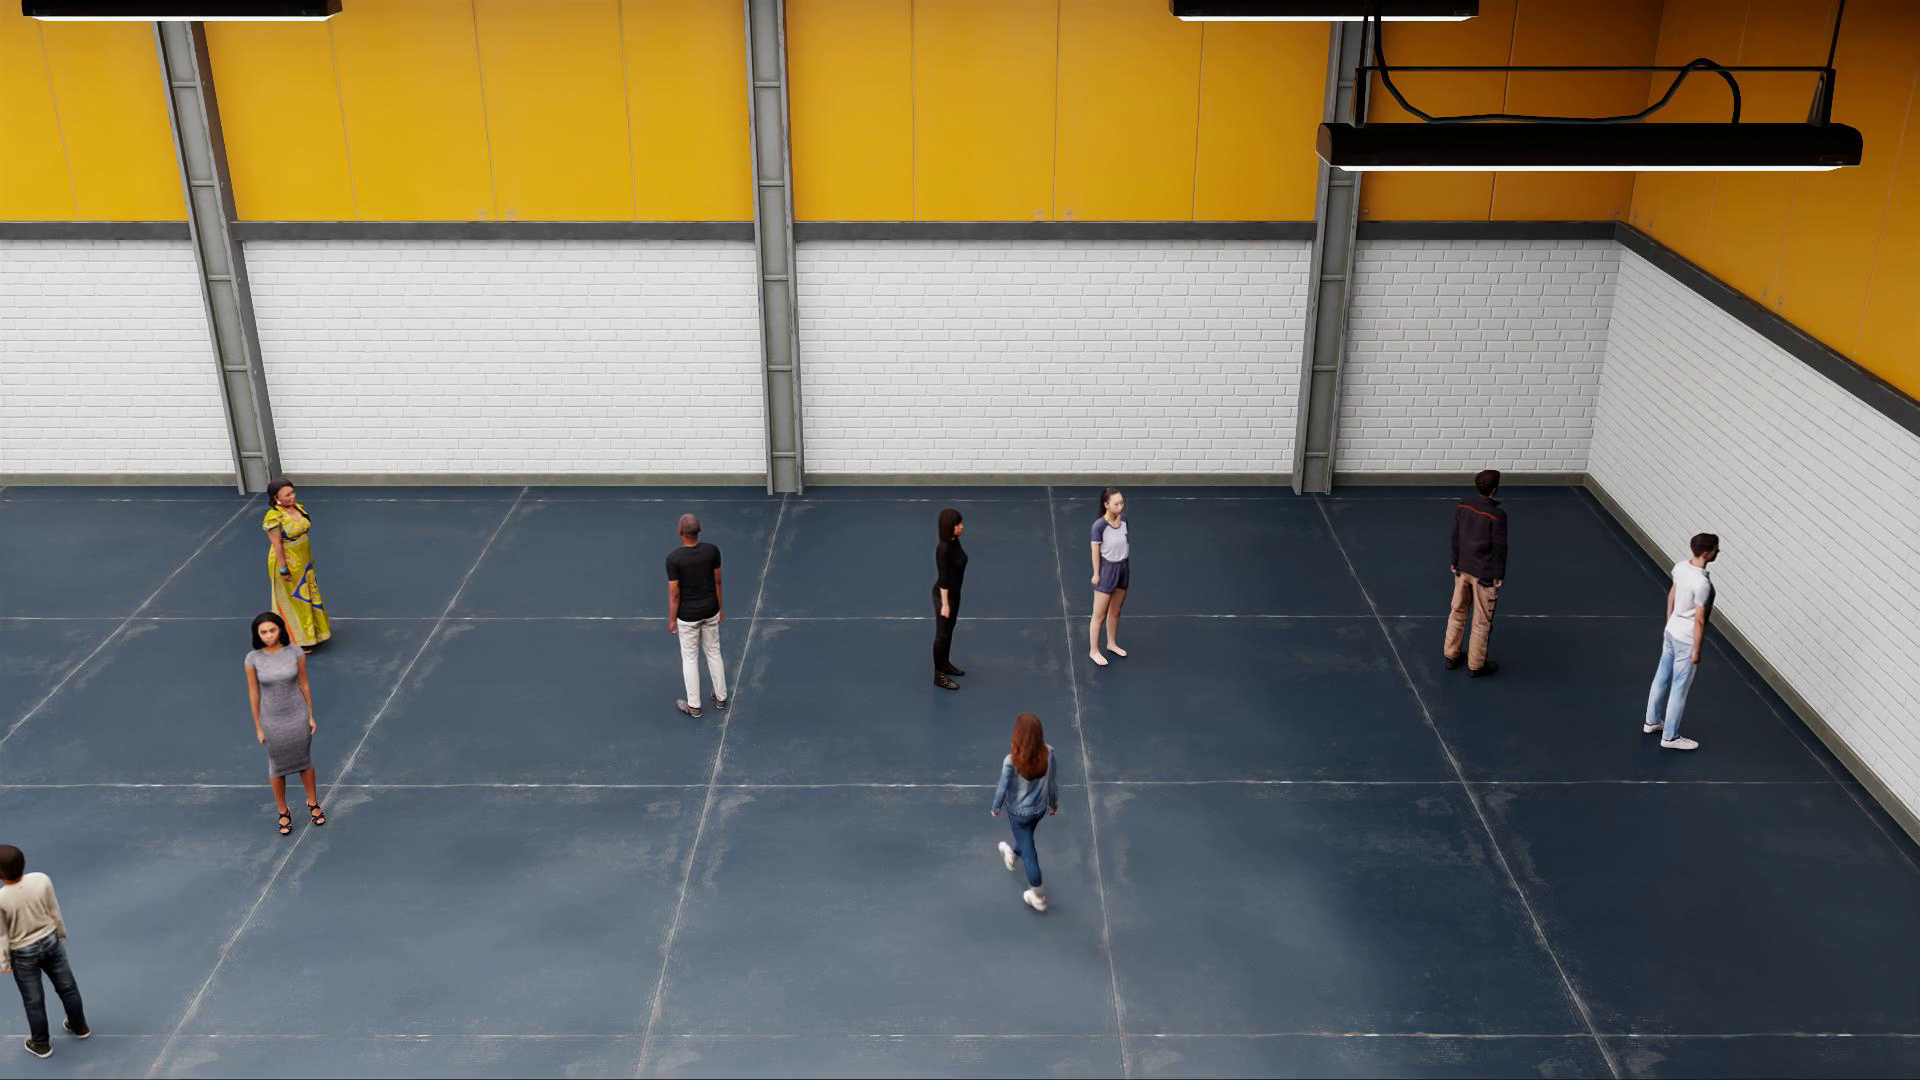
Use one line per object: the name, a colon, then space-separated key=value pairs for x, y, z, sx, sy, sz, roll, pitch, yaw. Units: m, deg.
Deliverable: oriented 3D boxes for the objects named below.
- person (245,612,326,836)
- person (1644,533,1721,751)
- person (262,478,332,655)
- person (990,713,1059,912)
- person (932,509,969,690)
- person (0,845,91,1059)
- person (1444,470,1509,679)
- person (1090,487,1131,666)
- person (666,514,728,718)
person: x=-5.027 y=1.351 z=12.377 sx=0.613 sy=1.781 sz=0.723 roll=-13 pitch=27 yaw=-27
person: x=5.896 y=0.796 z=13.560 sx=0.558 sy=1.850 sz=0.654 roll=-2 pitch=24 yaw=-4
person: x=-6.080 y=0.207 z=15.145 sx=0.800 sy=1.661 sz=0.878 roll=3 pitch=24 yaw=6
person: x=0.501 y=1.908 z=11.521 sx=0.986 sy=1.447 sz=0.928 roll=-12 pitch=26 yaw=-25
person: x=-0.114 y=0.485 z=14.534 sx=0.592 sy=1.641 sz=0.622 roll=7 pitch=24 yaw=15
person: x=-5.642 y=2.494 z=10.159 sx=0.684 sy=1.464 sz=0.643 roll=17 pitch=29 yaw=34
person: x=4.554 y=0.280 z=14.648 sx=0.831 sy=1.925 sz=0.788 roll=-19 pitch=30 yaw=-37
person: x=1.342 y=0.306 z=14.931 sx=0.663 sy=1.650 sz=0.732 roll=-20 pitch=31 yaw=-38
person: x=-2.217 y=0.627 z=14.006 sx=0.722 sy=1.804 sz=0.820 roll=-16 pitch=28 yaw=-32
